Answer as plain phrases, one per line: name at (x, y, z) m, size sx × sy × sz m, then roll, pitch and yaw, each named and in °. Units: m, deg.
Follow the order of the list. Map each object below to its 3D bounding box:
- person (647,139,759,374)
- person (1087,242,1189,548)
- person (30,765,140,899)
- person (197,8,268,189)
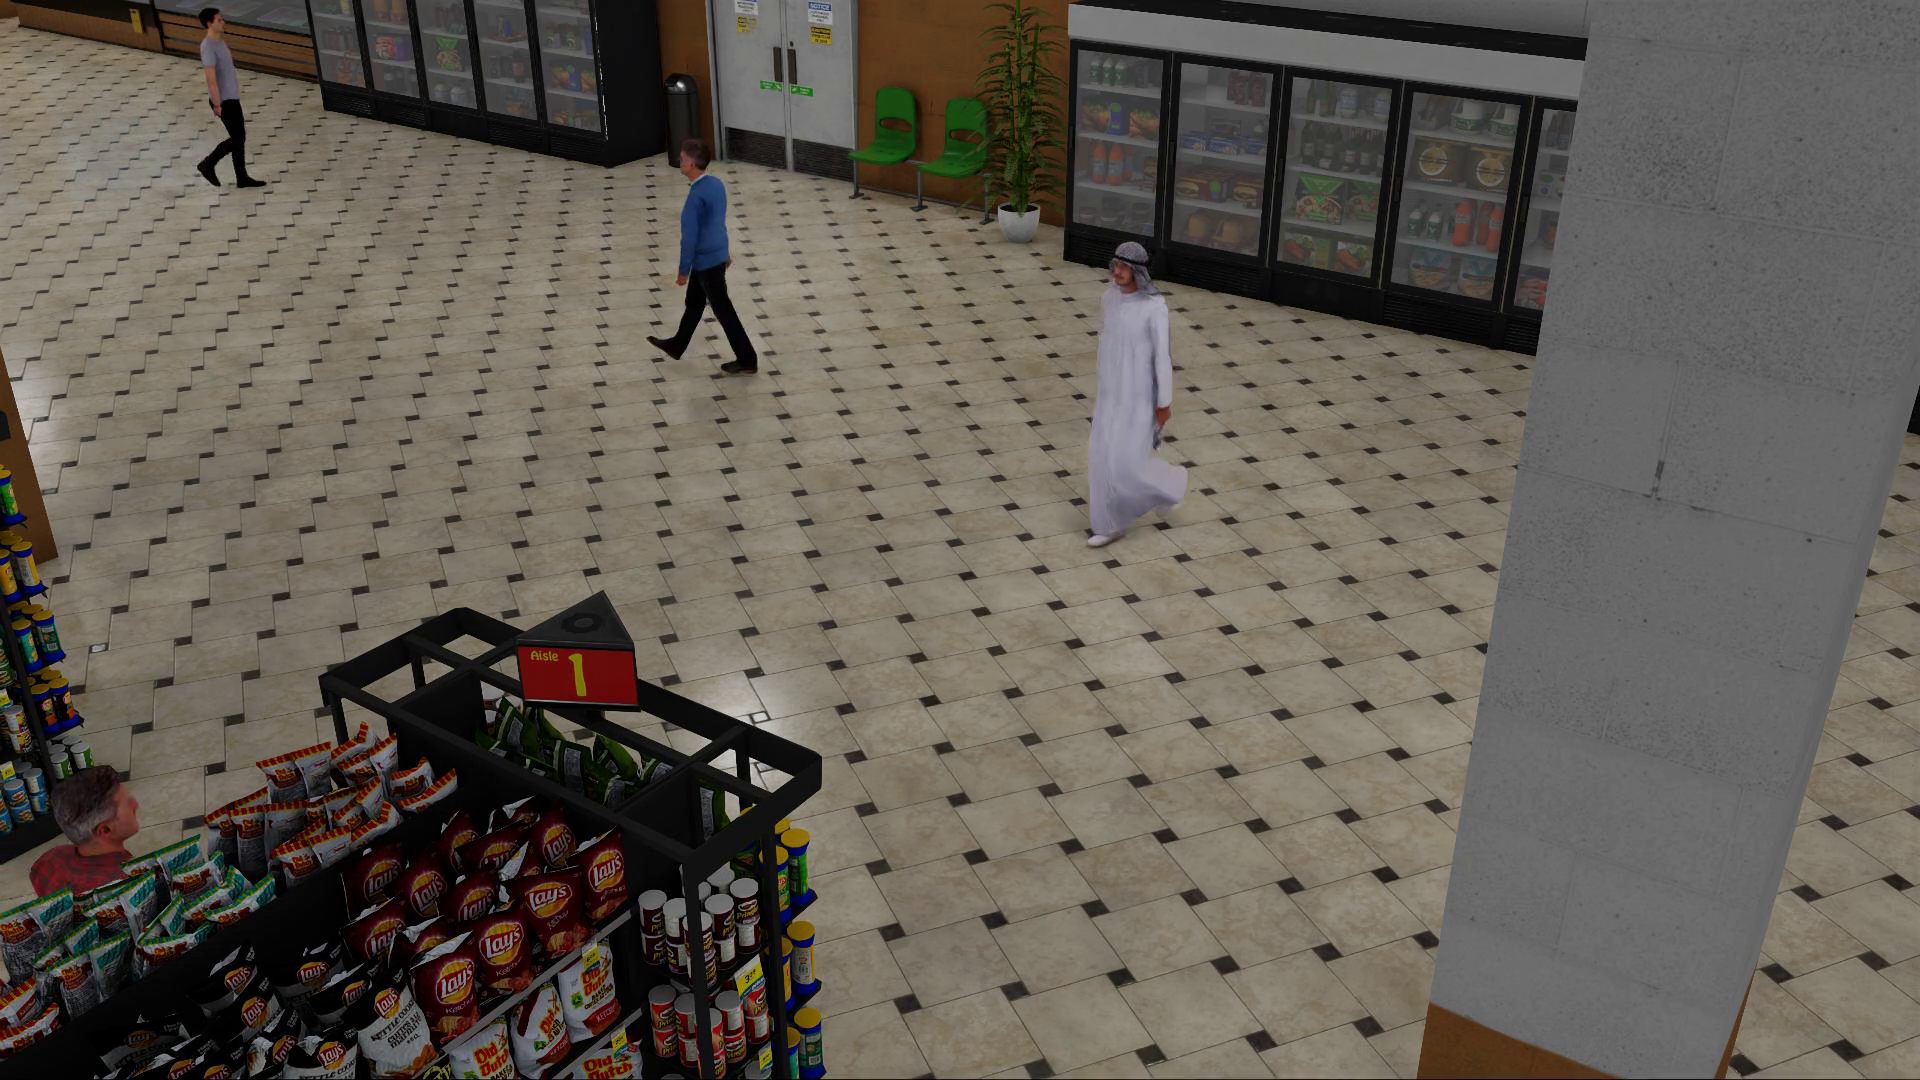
person at (-1.798, -2.082, 12.470) m, size 1.098 × 1.770 × 1.196 m, roll 4°, pitch 27°, yaw 8°
person at (1.086, -0.877, 9.953) m, size 1.017 × 1.899 × 0.827 m, roll -20°, pitch 33°, yaw -34°
person at (-2.669, 1.578, 5.246) m, size 0.732 × 1.778 × 1.211 m, roll 19°, pitch 32°, yaw 33°
person at (-7.713, -4.552, 17.253) m, size 1.010 × 1.851 × 0.959 m, roll -3°, pitch 27°, yaw -6°
